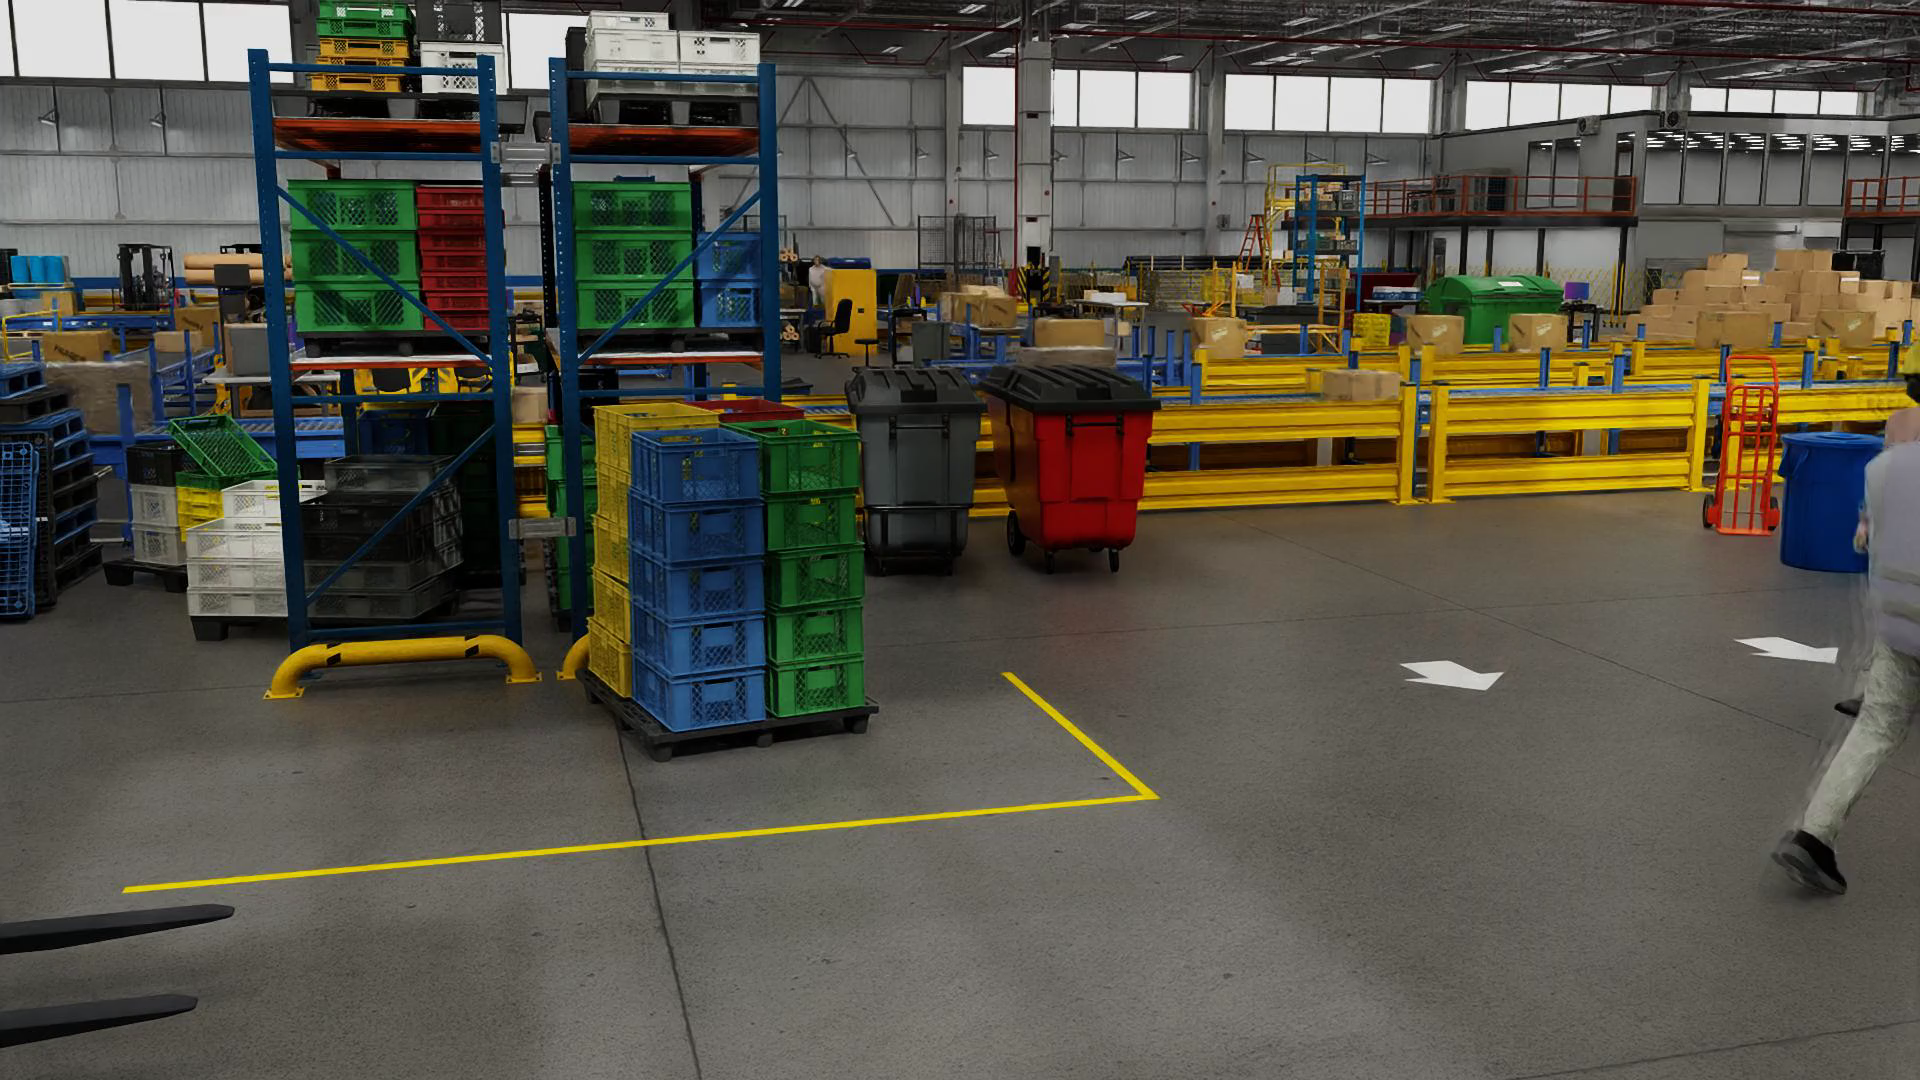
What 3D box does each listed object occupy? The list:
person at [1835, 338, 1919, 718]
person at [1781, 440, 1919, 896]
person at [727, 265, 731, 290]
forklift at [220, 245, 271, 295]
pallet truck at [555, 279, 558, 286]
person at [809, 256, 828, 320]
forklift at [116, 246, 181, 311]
[{"bbox_3d":[4.251,-0.036,7.429,0.879,1.721,0.545,-2,10,-12],"label":"person"},{"bbox_3d":[3.128,0.290,5.365,0.868,1.804,0.584,-5,11,-24],"label":"person"},{"bbox_3d":[-5.951,-6.642,44.052,0.608,1.992,1.052,5,11,27],"label":"person"},{"bbox_3d":[-17.749,-6.334,41.440,1.157,1.987,2.680,-3,10,-17],"label":"forklift"},{"bbox_3d":[-10.604,-6.375,44.520,0.653,1.274,1.630,-3,10,-15],"label":"pallet truck"},{"bbox_3d":[-4.048,-7.244,47.857,0.656,1.867,0.969,3,10,17],"label":"person"},{"bbox_3d":[-19.966,-6.232,40.894,1.157,1.987,2.680,-3,10,-15],"label":"forklift"}]
